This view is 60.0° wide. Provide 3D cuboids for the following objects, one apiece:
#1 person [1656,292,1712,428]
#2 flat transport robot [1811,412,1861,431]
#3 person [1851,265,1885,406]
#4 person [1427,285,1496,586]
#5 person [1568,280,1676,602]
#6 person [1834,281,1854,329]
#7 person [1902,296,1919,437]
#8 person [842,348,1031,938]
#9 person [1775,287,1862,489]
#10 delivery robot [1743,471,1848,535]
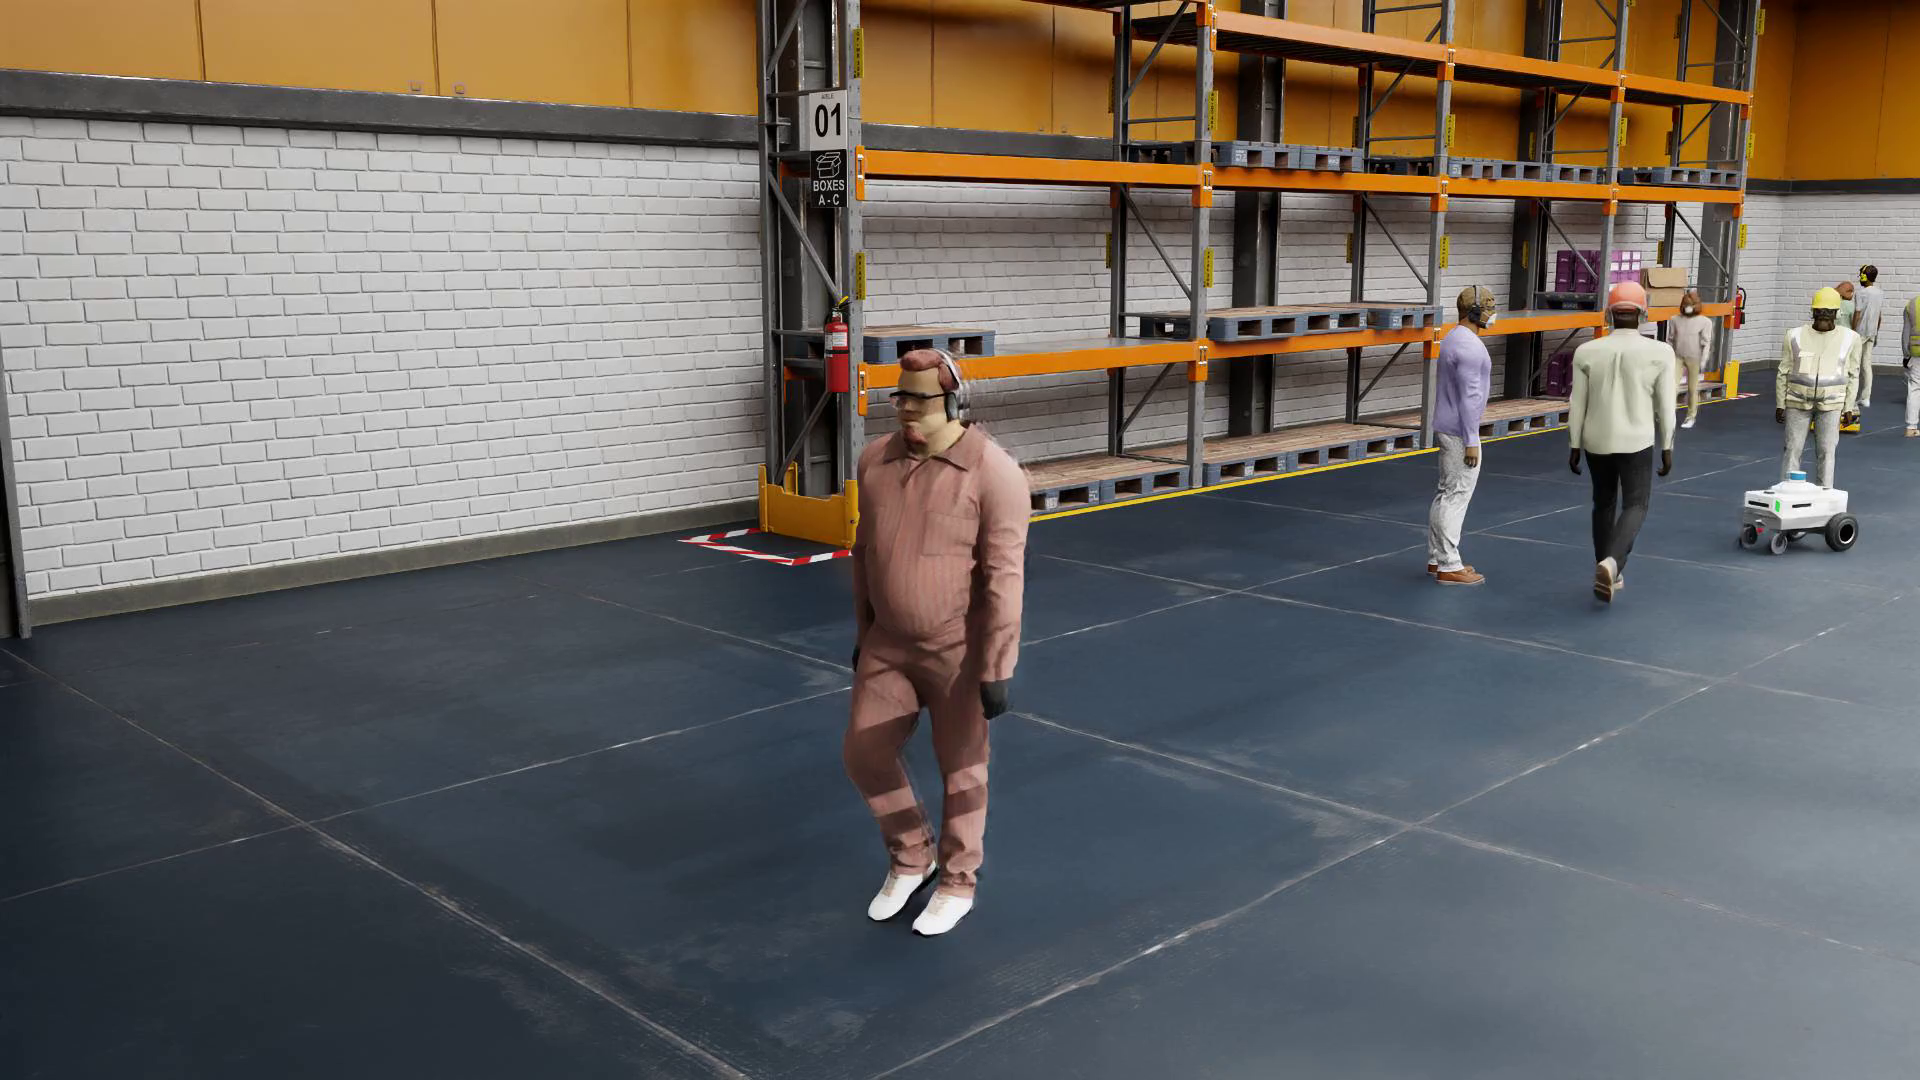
[{"bbox_3d":[8.353,-2.053,19.160,0.513,1.578,0.881,9,14,40],"label":"person"},{"bbox_3d":[10.186,-1.461,19.538,0.652,0.197,1.431,5,12,26],"label":"flat transport robot"},{"bbox_3d":[11.870,-2.683,21.912,0.550,1.857,0.415,-4,11,-19],"label":"person"},{"bbox_3d":[3.228,-0.669,10.715,0.368,1.932,0.622,2,11,9],"label":"person"},{"bbox_3d":[4.034,-0.599,10.194,0.625,1.972,0.840,7,13,34],"label":"person"},{"bbox_3d":[12.131,-2.768,23.013,0.409,1.615,0.507,-8,13,-36],"label":"person"},{"bbox_3d":[10.780,-2.042,18.438,0.430,1.840,0.623,-8,13,-36],"label":"person"},{"bbox_3d":[-0.111,0.342,5.273,0.678,1.889,0.462,7,12,32],"label":"person"},{"bbox_3d":[6.830,-1.096,13.282,0.590,1.835,0.404,5,12,27],"label":"person"},{"bbox_3d":[5.976,-0.249,11.898,0.707,0.478,0.477,-4,11,-21],"label":"delivery robot"}]
